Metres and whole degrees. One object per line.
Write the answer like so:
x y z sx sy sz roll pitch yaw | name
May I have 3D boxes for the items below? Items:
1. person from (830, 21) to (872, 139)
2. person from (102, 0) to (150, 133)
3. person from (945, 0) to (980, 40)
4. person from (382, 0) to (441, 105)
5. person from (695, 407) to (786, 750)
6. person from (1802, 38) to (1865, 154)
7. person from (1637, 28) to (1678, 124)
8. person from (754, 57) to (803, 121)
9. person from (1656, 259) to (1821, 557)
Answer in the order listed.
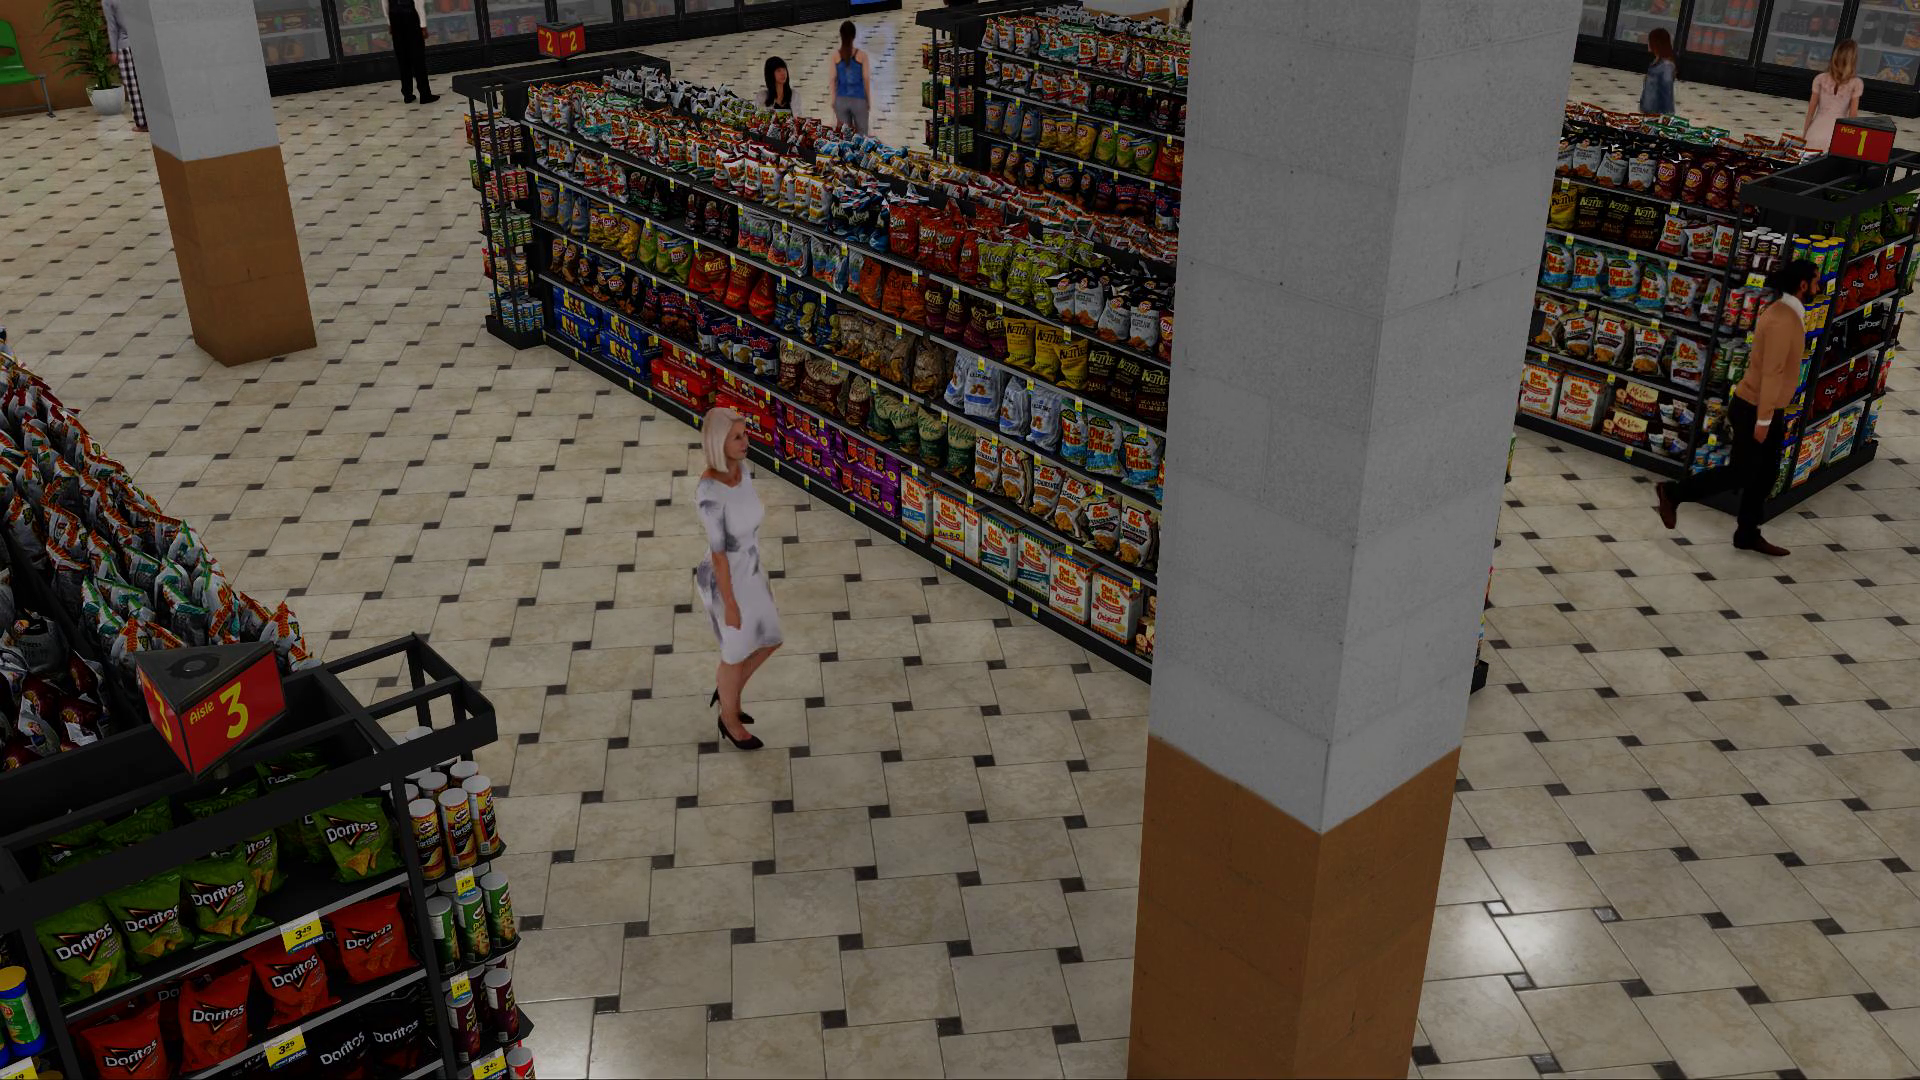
-1.108 -4.412 16.875 0.688 1.598 0.741 0 27 1 | person
-9.441 -5.614 18.969 0.639 1.847 0.684 16 31 28 | person
0.026 -7.192 22.259 0.800 1.687 0.860 2 27 4 | person
-6.761 -6.316 20.275 0.748 1.918 0.843 6 27 11 | person
-1.112 0.190 7.647 0.744 1.736 0.699 8 28 15 | person
7.777 -3.573 14.965 0.535 1.829 0.690 17 31 30 | person
6.837 -4.071 16.124 0.835 1.669 0.782 -1 27 -1 | person
-1.641 -3.581 15.192 0.693 1.638 0.672 -9 28 -16 | person
4.485 -0.745 9.499 1.111 1.728 0.884 16 31 28 | person
